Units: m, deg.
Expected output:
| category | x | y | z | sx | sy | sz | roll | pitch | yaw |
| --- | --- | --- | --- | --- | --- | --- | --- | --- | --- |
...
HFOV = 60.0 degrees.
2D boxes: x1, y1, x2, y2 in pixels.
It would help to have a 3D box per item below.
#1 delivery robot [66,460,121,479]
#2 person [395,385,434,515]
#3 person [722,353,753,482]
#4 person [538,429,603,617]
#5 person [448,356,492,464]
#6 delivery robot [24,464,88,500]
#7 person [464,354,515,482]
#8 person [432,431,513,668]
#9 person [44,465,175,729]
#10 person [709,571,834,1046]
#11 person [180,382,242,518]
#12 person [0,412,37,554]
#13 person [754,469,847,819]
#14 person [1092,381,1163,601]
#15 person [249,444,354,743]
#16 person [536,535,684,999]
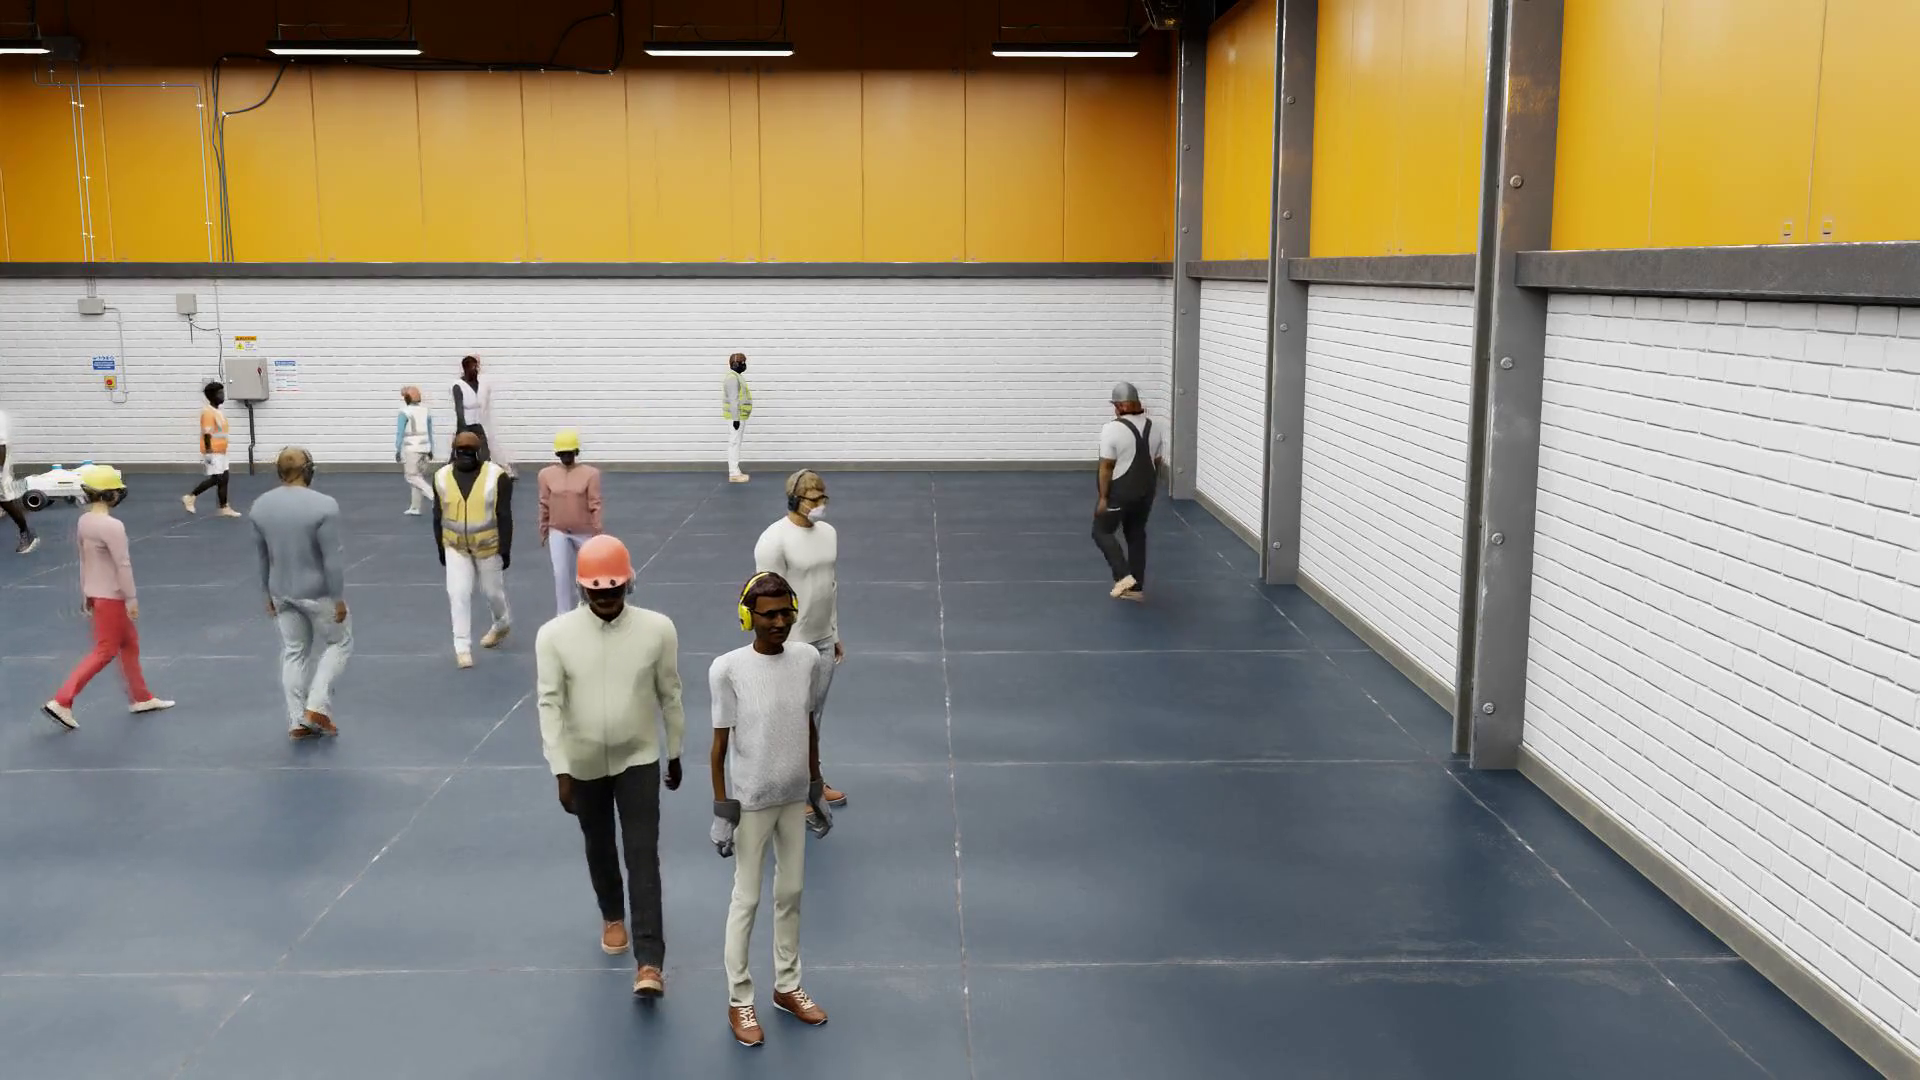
| category | x | y | z | sx | sy | sz | roll | pitch | yaw |
| --- | --- | --- | --- | --- | --- | --- | --- | --- | --- |
| delivery robot | -11.285 | -0.795 | 21.557 | 0.707 | 0.478 | 0.477 | 0 | 9 | 2 |
| person | -6.582 | -1.081 | 20.333 | 0.646 | 1.617 | 0.545 | 4 | 10 | 23 |
| person | -3.174 | -1.752 | 23.774 | 0.429 | 1.841 | 0.634 | -1 | 9 | -5 |
| person | -3.261 | -0.091 | 13.968 | 0.527 | 1.726 | 0.823 | -1 | 9 | -9 |
| person | -6.600 | -1.540 | 22.423 | 1.025 | 1.864 | 0.612 | 4 | 10 | 21 |
| delivery robot | -11.412 | -0.713 | 21.052 | 0.707 | 0.478 | 0.477 | -2 | 9 | -15 |
| person | -6.708 | -1.653 | 23.139 | 1.009 | 1.860 | 0.653 | -7 | 12 | -37 |
| person | -3.773 | 0.034 | 12.953 | 0.628 | 1.811 | 0.830 | -1 | 9 | -4 |
| person | -5.728 | 0.367 | 11.080 | 0.527 | 1.736 | 0.837 | 8 | 12 | 41 |
| person | -0.738 | 1.039 | 6.580 | 0.538 | 1.869 | 0.312 | -7 | 12 | -37 |
| person | -9.102 | -1.069 | 20.145 | 0.566 | 1.665 | 0.542 | -1 | 9 | -6 |
| person | -10.160 | -0.749 | 17.414 | 0.626 | 1.927 | 1.004 | 1 | 9 | 7 |
| person | -0.869 | 0.568 | 9.260 | 0.372 | 1.939 | 0.631 | 5 | 11 | 30 |
| person | 1.506 | -0.448 | 15.170 | 0.693 | 2.000 | 0.538 | -7 | 11 | -35 |
| person | -4.193 | 0.345 | 10.650 | 0.647 | 1.923 | 0.415 | 2 | 10 | 14 |
| person | -1.468 | 0.930 | 7.041 | 0.605 | 1.925 | 1.071 | -2 | 9 | -12 |
